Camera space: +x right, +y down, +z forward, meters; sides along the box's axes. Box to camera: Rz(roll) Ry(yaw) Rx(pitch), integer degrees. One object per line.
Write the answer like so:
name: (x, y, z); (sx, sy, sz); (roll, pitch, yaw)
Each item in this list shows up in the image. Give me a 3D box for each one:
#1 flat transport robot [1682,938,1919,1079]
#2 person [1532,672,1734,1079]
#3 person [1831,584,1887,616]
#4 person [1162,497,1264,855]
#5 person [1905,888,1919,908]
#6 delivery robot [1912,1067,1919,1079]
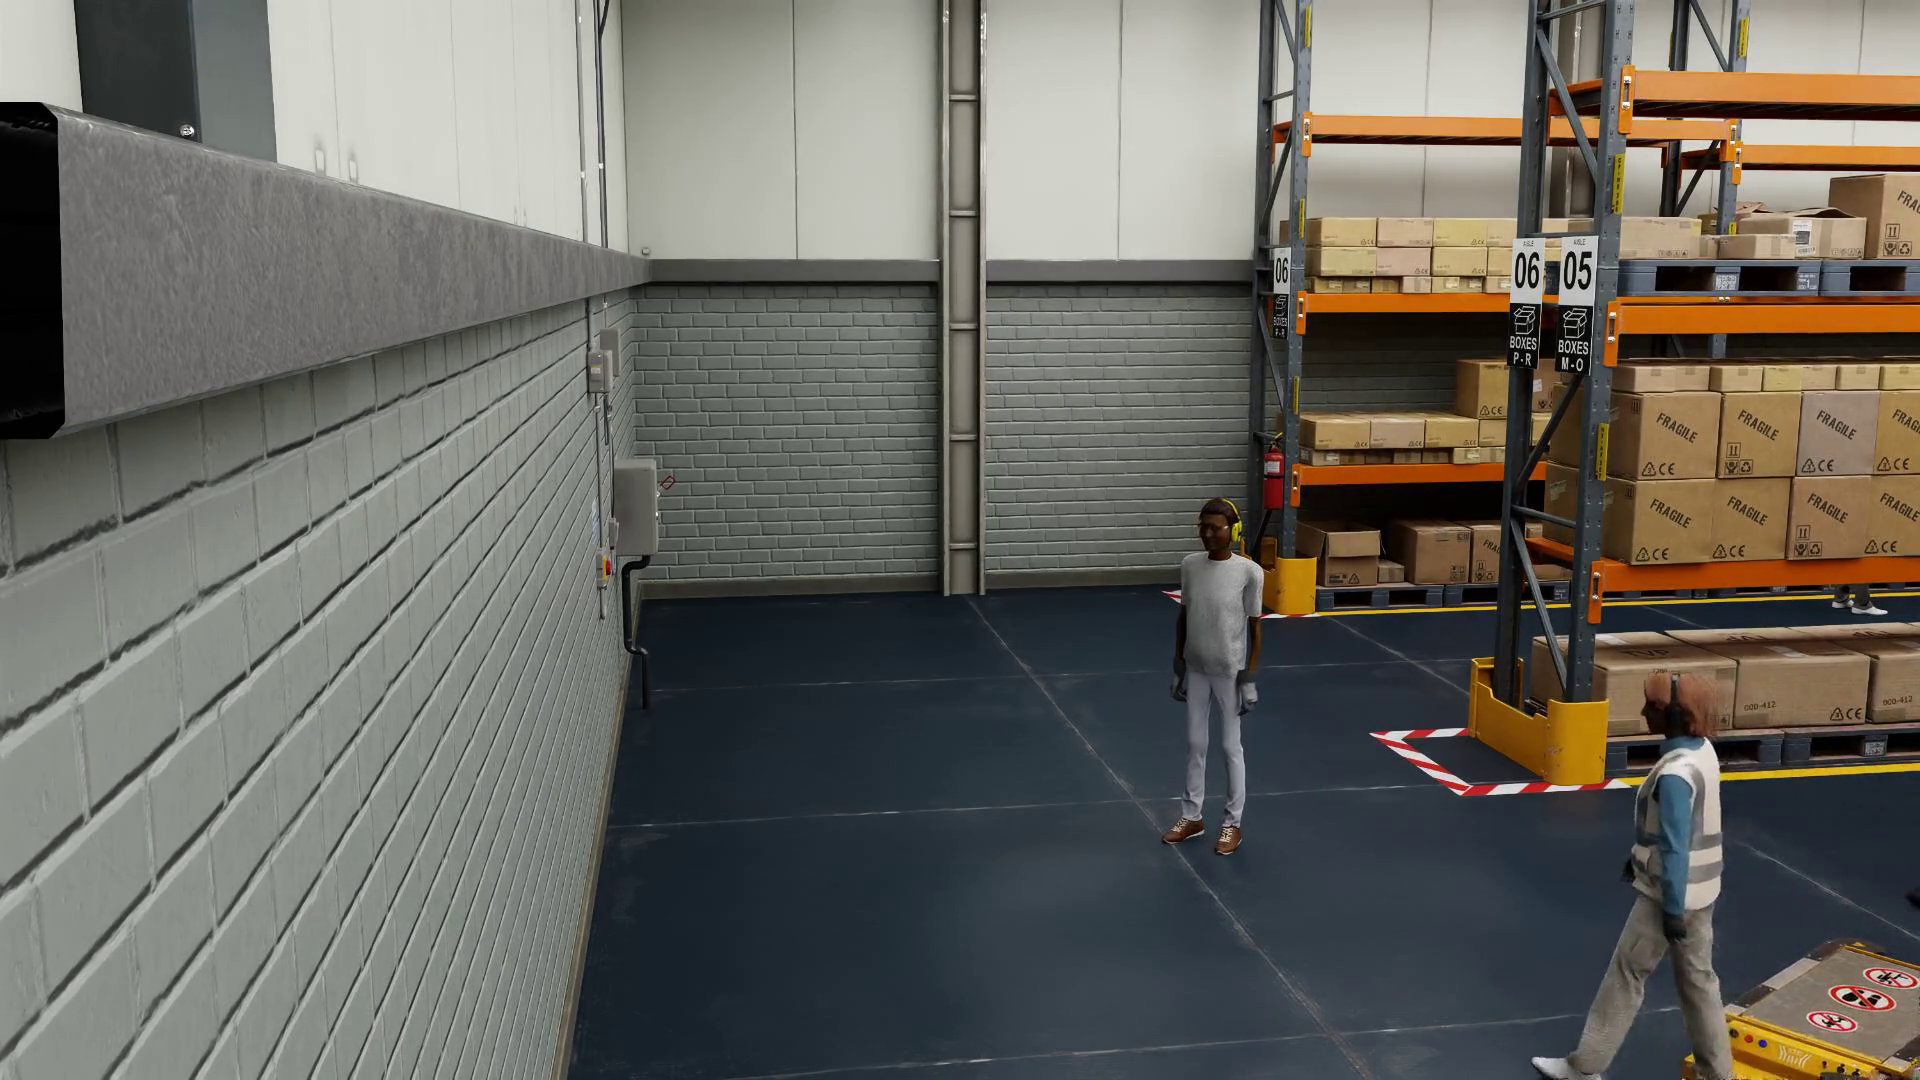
flat transport robot: (3.431, 1.874, 6.383); (1.431, 0.197, 0.652); (-8, 12, -40)
person: (2.530, 1.260, 6.057); (0.680, 1.607, 0.530); (7, 11, 36)
person: (8.020, -0.291, 14.670); (0.389, 1.918, 0.581); (-2, 9, -11)
person: (1.323, 0.699, 8.701); (0.507, 1.875, 0.329); (7, 11, 35)
person: (4.654, 0.877, 7.534); (0.774, 1.892, 0.547); (8, 12, 41)
delivery robot: (3.492, 1.819, 5.560); (0.707, 0.478, 0.477); (-7, 12, -37)
